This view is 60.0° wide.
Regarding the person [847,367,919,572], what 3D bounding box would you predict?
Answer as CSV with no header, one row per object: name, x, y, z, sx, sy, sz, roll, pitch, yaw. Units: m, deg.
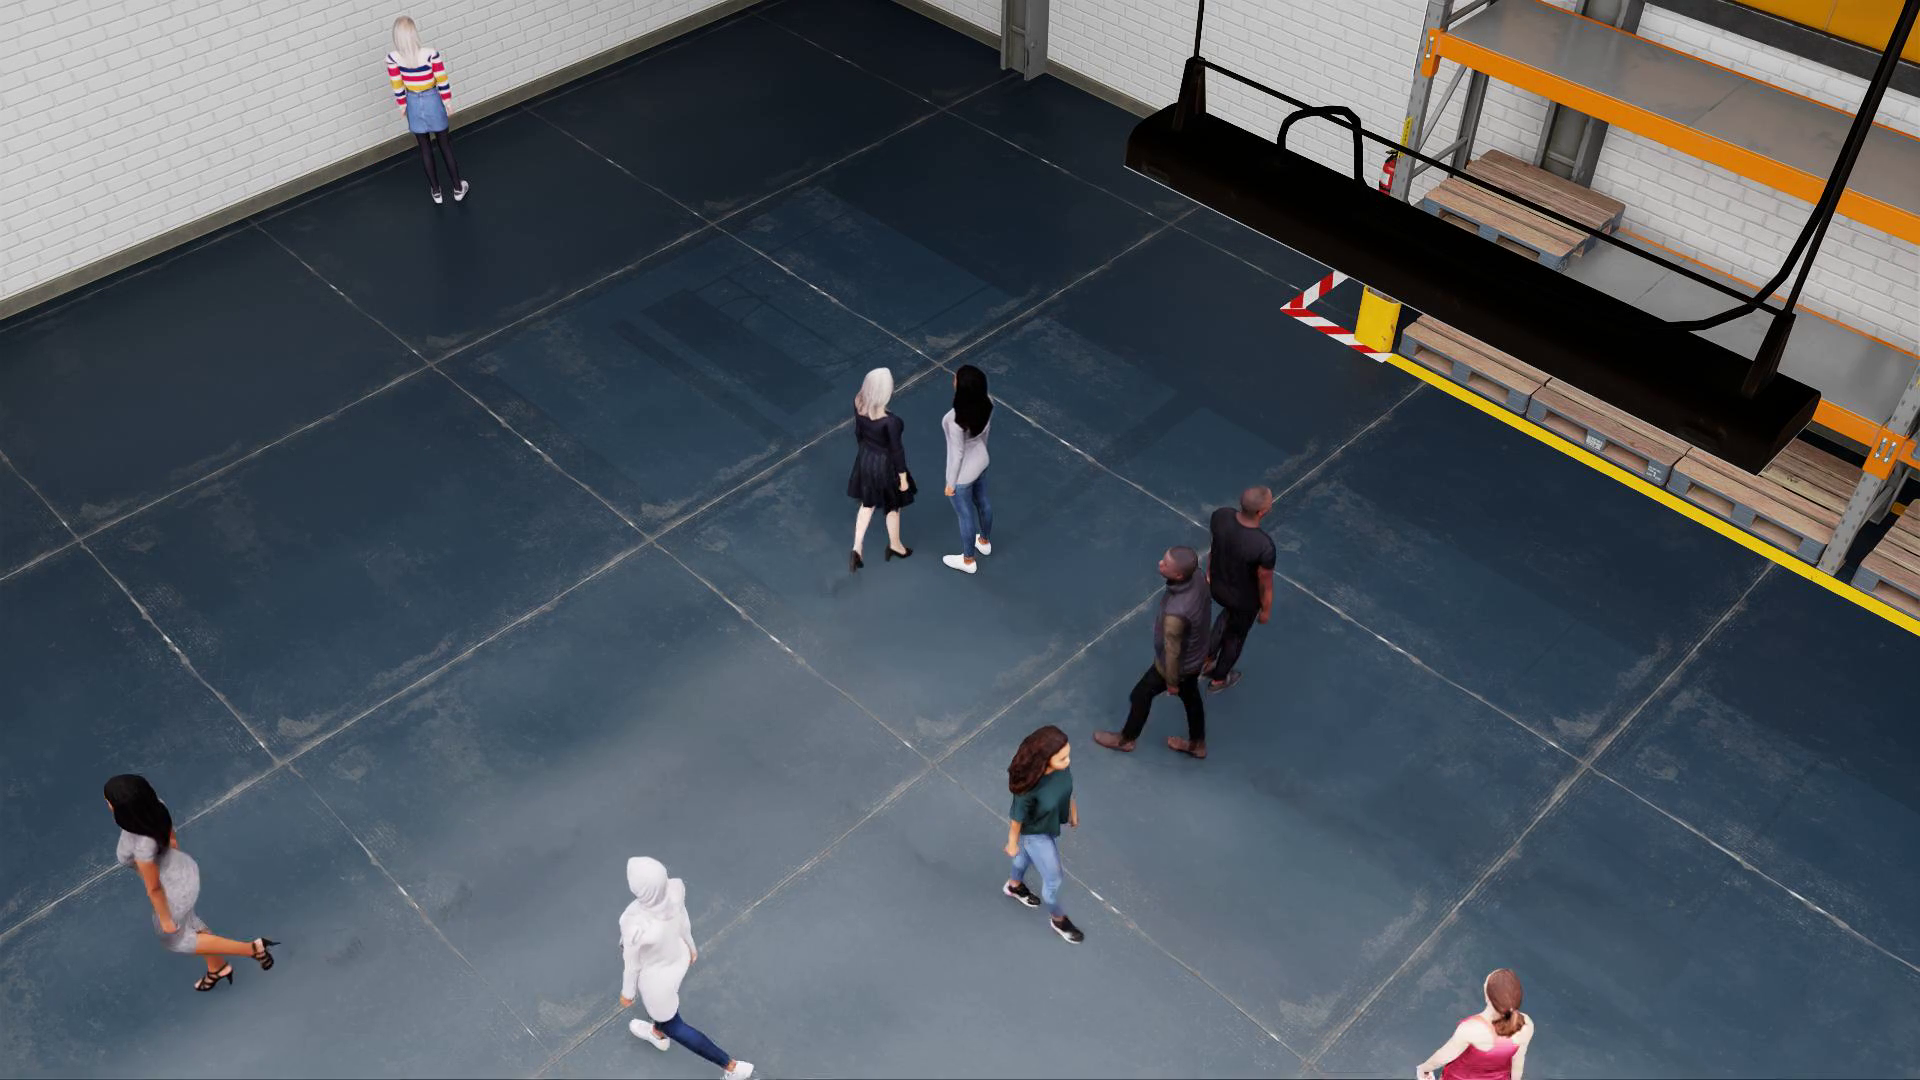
person,-0.570,-0.473,11.561,0.689,1.743,0.682,33,53,30

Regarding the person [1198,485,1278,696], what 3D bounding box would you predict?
person,1.700,0.377,10.624,0.781,1.802,0.672,-28,50,-26

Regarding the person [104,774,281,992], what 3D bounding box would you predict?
person,-4.164,1.901,9.053,0.863,1.763,0.831,-11,45,-11

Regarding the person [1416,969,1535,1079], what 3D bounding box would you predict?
person,2.555,2.743,8.195,0.911,1.729,1.057,-8,44,-8

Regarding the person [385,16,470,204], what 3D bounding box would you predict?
person,-4.860,-3.916,15.127,0.719,1.808,0.737,-6,44,-6

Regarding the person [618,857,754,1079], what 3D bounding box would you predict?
person,-1.480,2.288,8.654,1.158,1.754,0.881,17,46,17

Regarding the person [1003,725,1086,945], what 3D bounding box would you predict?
person,0.388,1.591,9.501,0.882,1.596,0.683,26,50,25

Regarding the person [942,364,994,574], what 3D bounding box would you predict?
person,0.069,-0.497,11.591,0.582,1.735,0.650,25,49,24

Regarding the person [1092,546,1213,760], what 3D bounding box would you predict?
person,1.424,0.740,10.240,1.086,1.809,0.935,18,46,18
